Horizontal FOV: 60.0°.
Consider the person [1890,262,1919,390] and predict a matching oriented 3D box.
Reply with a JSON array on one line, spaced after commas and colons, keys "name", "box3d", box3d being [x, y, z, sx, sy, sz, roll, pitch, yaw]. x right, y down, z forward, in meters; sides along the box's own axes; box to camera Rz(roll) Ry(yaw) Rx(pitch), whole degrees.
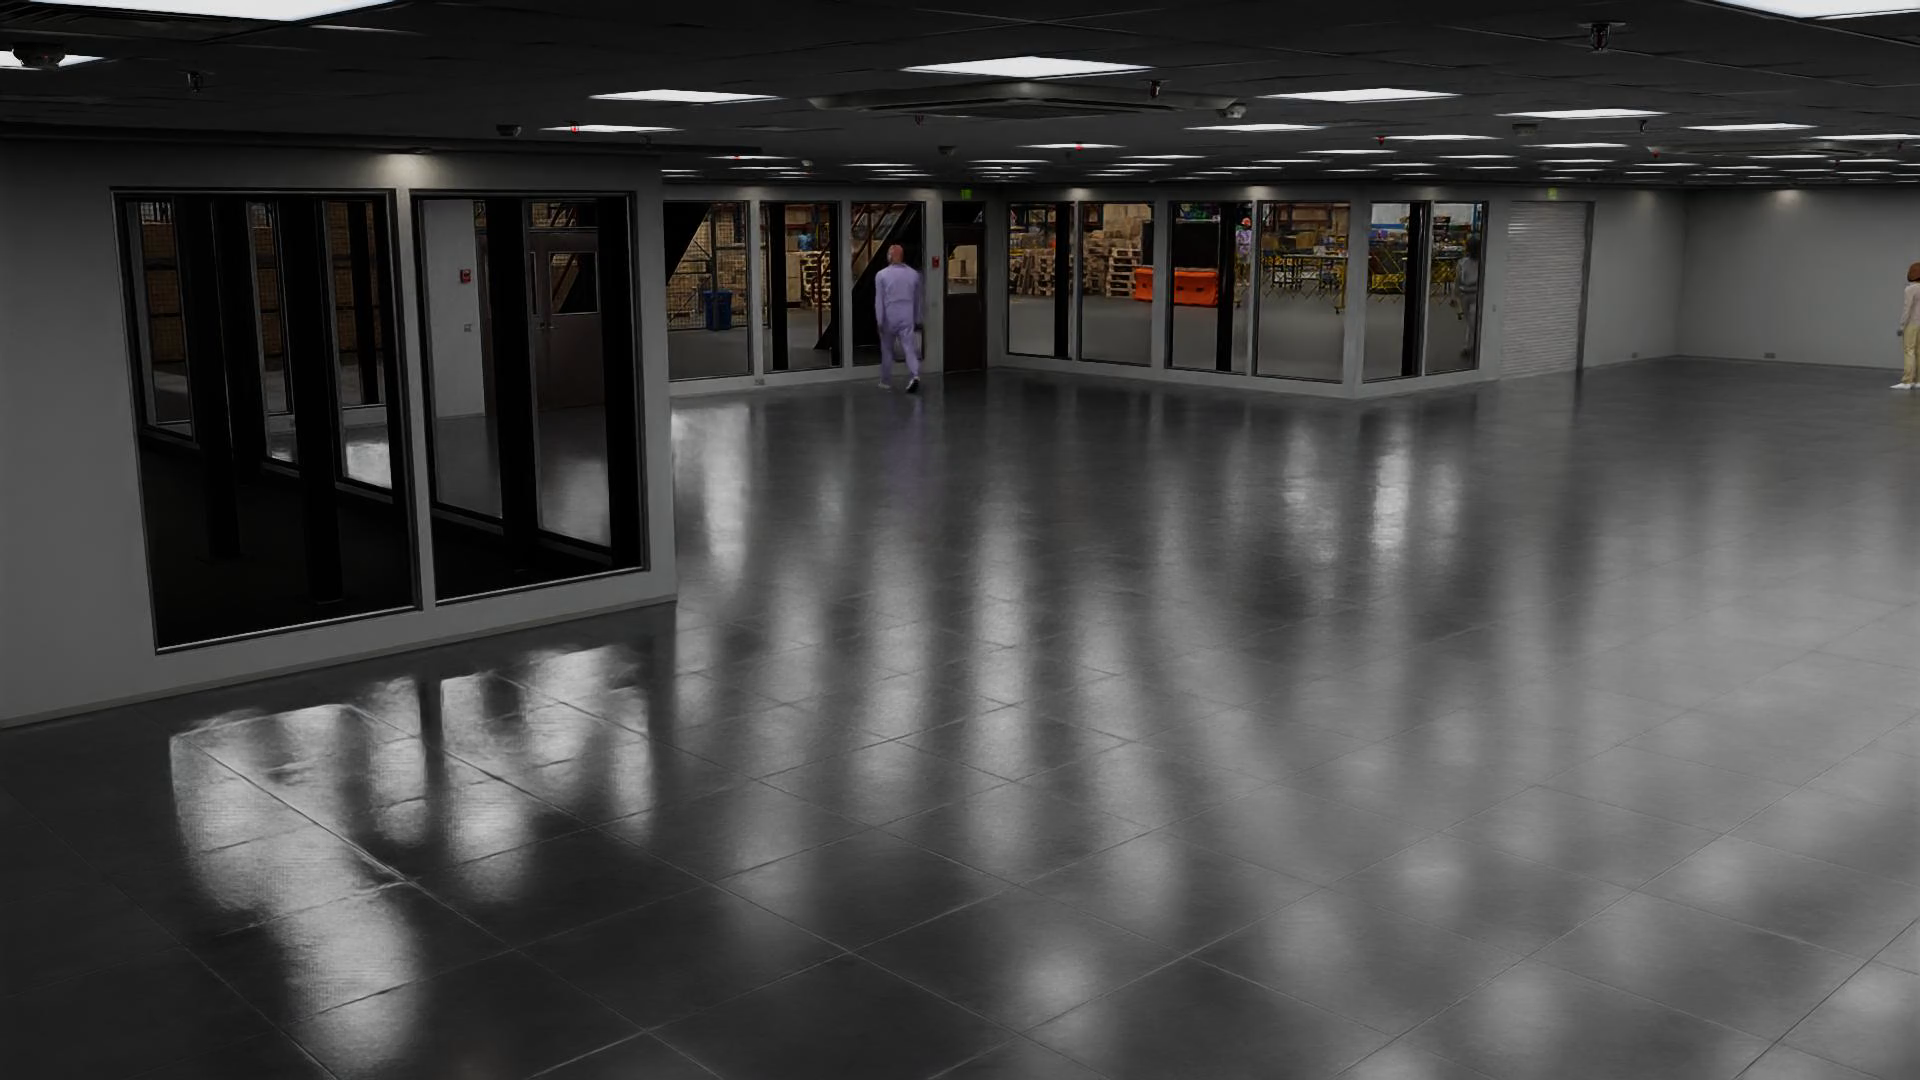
[{"name": "person", "box3d": [12.299, -2.754, 21.442, 0.500, 1.636, 0.286, -5, 12, -25]}]

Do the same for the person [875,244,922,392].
[{"name": "person", "box3d": [-0.779, -2.826, 21.216, 0.648, 1.872, 0.949, -5, 12, -22]}]
